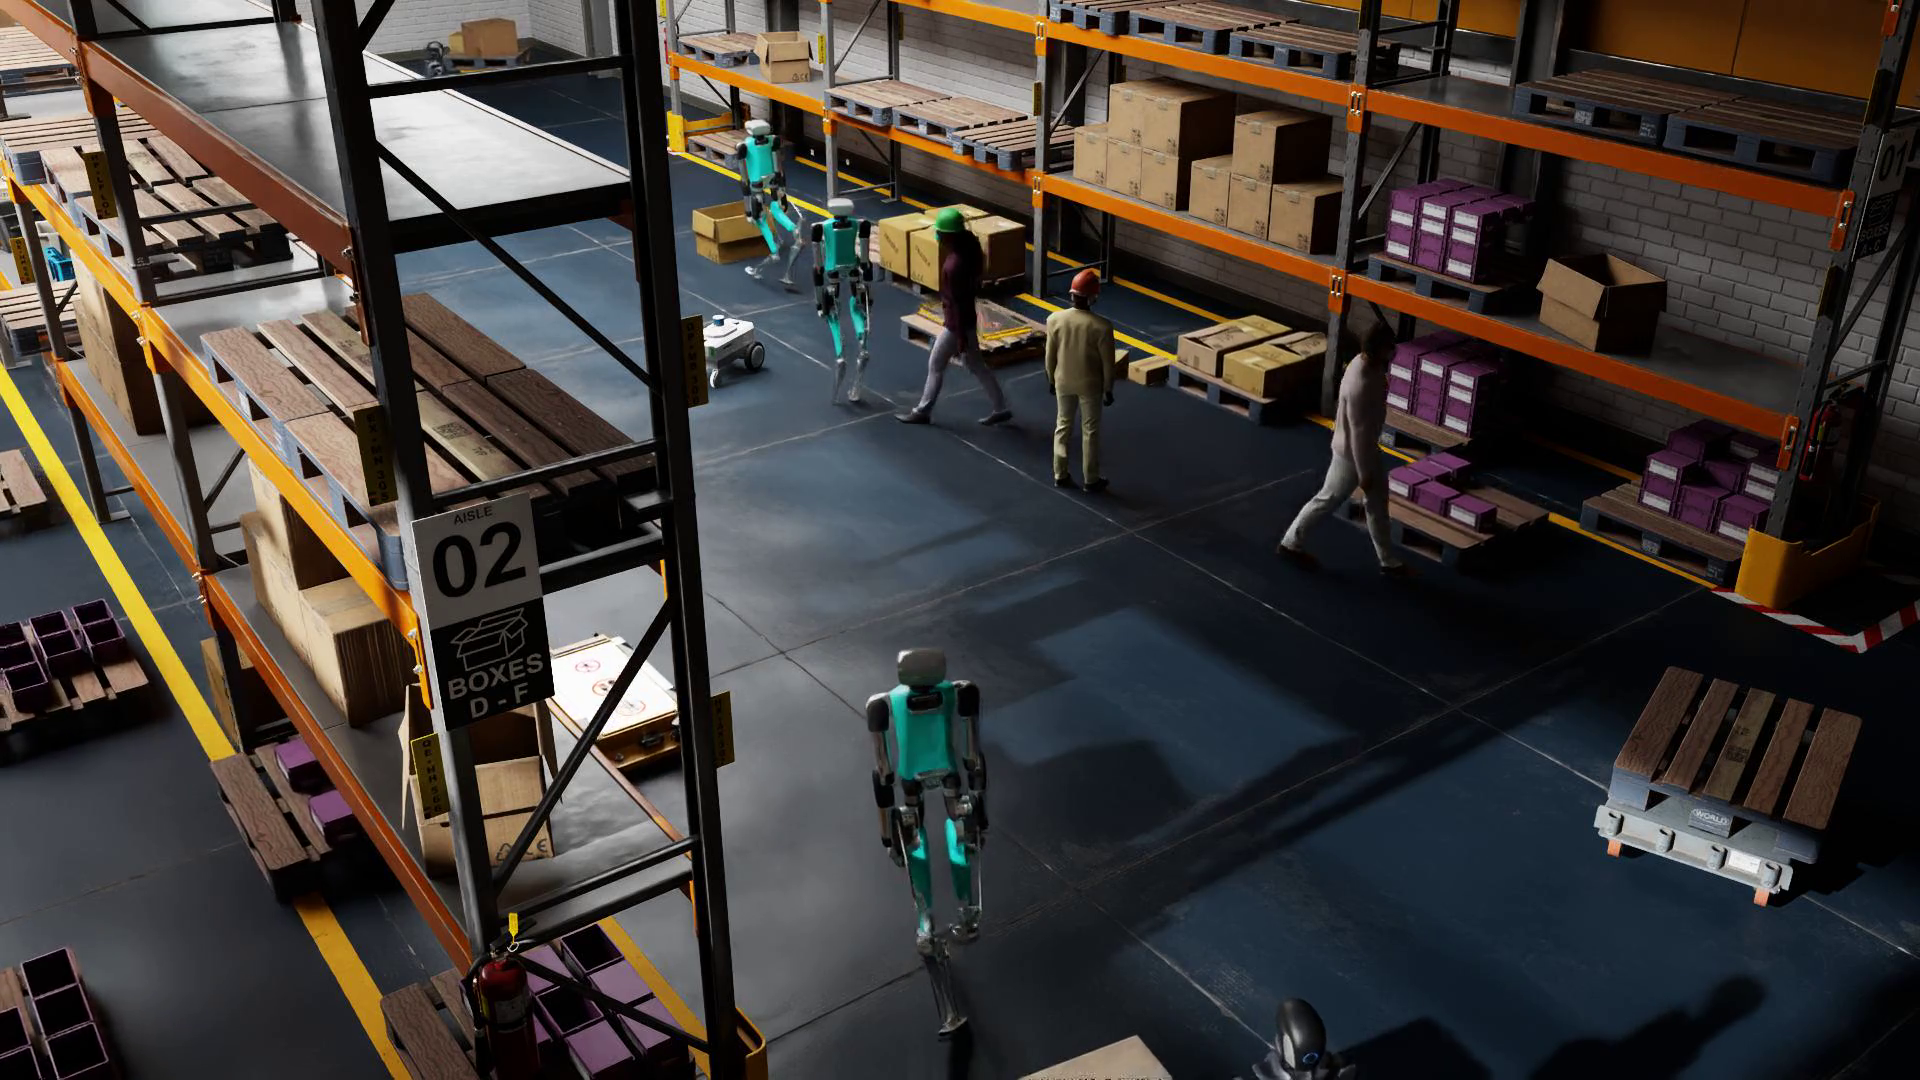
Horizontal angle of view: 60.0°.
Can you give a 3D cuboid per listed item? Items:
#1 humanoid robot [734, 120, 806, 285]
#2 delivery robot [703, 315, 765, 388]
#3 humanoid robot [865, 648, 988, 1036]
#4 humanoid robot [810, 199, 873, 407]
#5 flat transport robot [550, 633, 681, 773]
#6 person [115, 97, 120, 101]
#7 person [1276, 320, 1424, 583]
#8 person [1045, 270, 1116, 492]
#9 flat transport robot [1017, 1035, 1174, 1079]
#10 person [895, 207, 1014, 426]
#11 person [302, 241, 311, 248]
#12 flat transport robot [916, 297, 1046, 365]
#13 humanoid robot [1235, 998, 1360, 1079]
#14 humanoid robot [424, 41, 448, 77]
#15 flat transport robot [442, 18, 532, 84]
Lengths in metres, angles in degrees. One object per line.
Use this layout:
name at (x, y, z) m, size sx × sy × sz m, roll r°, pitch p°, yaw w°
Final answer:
humanoid robot at (-1.915, -3.405, 17.108) m, size 0.550 × 1.739 × 0.953 m, roll -21°, pitch 34°, yaw -36°
delivery robot at (-2.175, -1.756, 15.155) m, size 0.499 × 0.589 × 0.782 m, roll 13°, pitch 29°, yaw 24°
humanoid robot at (-0.056, 1.463, 7.527) m, size 0.554 × 1.766 × 1.004 m, roll -7°, pitch 28°, yaw -14°
humanoid robot at (-0.952, -1.982, 14.323) m, size 0.535 × 1.790 × 0.760 m, roll -8°, pitch 28°, yaw -16°
flat transport robot at (-2.157, 0.953, 10.093) m, size 0.659 × 0.231 × 1.431 m, roll -18°, pitch 32°, yaw -31°
person at (-10.884, -5.475, 21.018) m, size 0.840 × 1.946 × 0.629 m, roll 9°, pitch 28°, yaw 17°
person at (2.721, -0.610, 11.410) m, size 1.035 × 1.892 × 0.640 m, roll 11°, pitch 29°, yaw 21°
person at (0.931, -1.218, 12.756) m, size 0.570 × 1.750 × 0.328 m, roll 12°, pitch 29°, yaw 22°
flat transport robot at (0.481, 2.975, 6.070) m, size 1.431 × 0.231 × 0.659 m, roll -13°, pitch 29°, yaw -24°
person at (-0.011, -1.828, 13.816) m, size 1.014 × 1.896 × 0.509 m, roll 6°, pitch 27°, yaw 11°
person at (-7.095, -3.600, 17.671) m, size 0.523 × 1.578 × 0.897 m, roll -3°, pitch 27°, yaw -5°
flat transport robot at (0.189, -2.032, 16.028) m, size 0.659 × 0.231 × 1.431 m, roll -16°, pitch 31°, yaw -28°
humanoid robot at (1.137, 2.253, 5.951) m, size 0.600 × 1.641 × 0.401 m, roll -8°, pitch 28°, yaw -15°
humanoid robot at (-6.882, -5.681, 21.743) m, size 0.571 × 1.639 × 0.611 m, roll -14°, pitch 30°, yaw -26°
flat transport robot at (-7.715, -7.698, 27.299) m, size 0.659 × 0.231 × 1.431 m, roll 0°, pitch 27°, yaw 1°
